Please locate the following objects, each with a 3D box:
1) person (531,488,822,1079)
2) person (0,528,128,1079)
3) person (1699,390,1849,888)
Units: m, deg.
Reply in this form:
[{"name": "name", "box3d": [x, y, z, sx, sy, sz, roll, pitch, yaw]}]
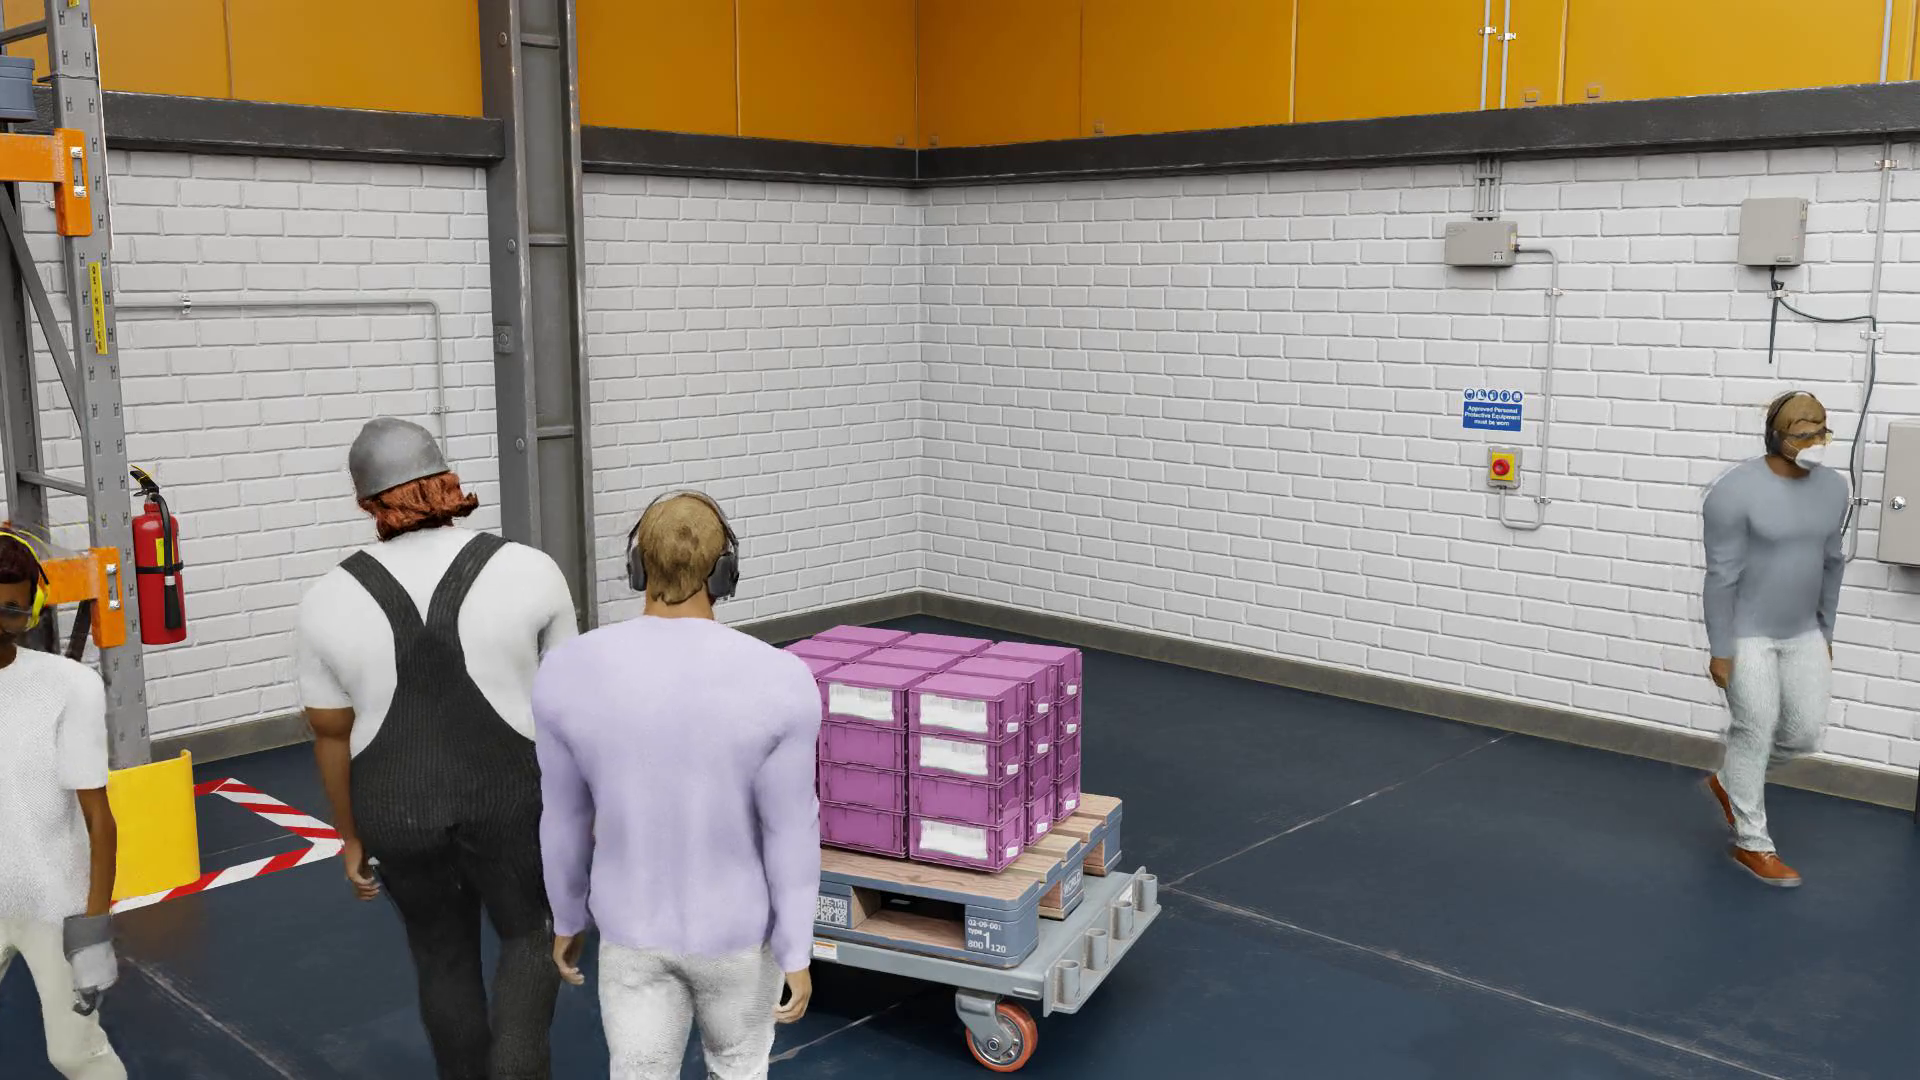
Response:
[{"name": "person", "box3d": [-0.604, 0.841, 3.565, 0.635, 1.905, 0.844, 1, 9, 4]}, {"name": "person", "box3d": [-2.172, 0.867, 3.728, 0.567, 1.803, 0.985, 1, 9, 3]}, {"name": "person", "box3d": [3.096, 0.366, 6.438, 0.638, 1.915, 0.524, -2, 10, -14]}]
